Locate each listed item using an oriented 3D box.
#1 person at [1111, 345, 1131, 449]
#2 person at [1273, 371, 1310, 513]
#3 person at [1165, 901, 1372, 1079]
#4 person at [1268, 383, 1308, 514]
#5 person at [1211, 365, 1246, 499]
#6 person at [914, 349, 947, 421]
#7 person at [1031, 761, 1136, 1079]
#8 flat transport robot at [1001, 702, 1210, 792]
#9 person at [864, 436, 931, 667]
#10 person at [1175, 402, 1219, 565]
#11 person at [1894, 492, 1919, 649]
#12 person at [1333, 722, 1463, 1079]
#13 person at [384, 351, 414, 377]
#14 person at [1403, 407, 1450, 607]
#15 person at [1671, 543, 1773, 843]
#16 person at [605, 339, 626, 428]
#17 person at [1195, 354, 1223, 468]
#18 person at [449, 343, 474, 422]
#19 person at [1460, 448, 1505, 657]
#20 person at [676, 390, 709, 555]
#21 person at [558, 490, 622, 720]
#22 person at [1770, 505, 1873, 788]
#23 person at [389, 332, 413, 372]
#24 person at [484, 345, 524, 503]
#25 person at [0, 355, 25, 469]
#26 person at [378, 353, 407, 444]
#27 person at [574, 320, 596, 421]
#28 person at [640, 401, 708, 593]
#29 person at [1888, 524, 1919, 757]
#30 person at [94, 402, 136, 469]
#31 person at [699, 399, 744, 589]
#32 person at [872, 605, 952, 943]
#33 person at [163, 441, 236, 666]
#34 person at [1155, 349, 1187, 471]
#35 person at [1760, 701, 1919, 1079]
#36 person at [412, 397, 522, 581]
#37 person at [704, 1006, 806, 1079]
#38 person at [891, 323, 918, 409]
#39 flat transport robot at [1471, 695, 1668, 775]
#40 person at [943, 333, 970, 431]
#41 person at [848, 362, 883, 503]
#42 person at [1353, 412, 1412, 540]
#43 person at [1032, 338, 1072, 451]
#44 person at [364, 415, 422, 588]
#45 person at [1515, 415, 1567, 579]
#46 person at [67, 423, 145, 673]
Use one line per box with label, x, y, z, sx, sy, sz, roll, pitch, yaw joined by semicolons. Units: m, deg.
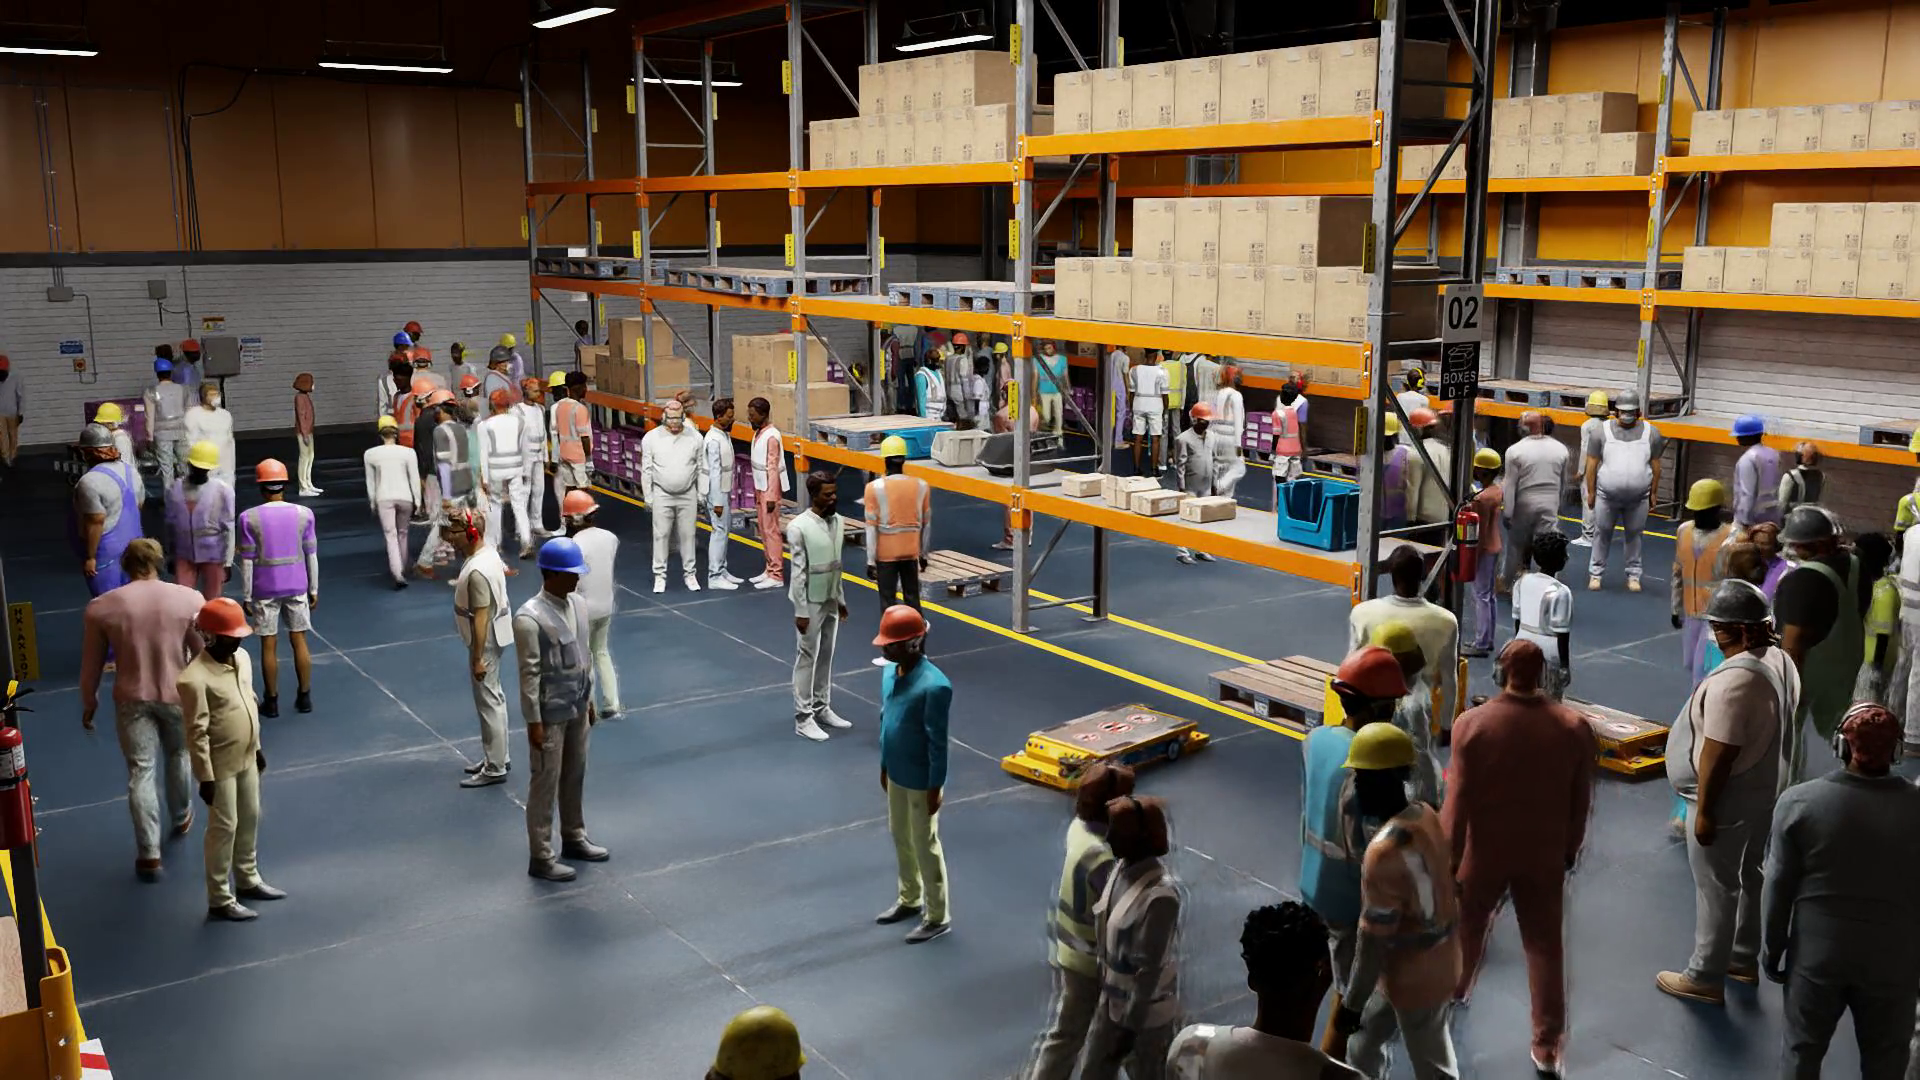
person;2.527;-2.358;26.455;0.348;1.836;0.517;-8;13;-34
person;4.022;-1.138;20.227;0.415;1.830;0.579;-3;12;-17
person;0.824;1.890;4.371;0.608;1.966;0.365;7;13;32
person;3.952;-1.053;20.118;0.541;1.698;0.315;-7;13;-31
person;3.283;-1.220;20.541;0.491;1.868;0.611;-3;11;-13
person;-0.406;-1.769;23.421;0.429;1.839;0.634;5;12;23
person;0.607;1.648;6.544;0.825;1.598;0.519;-1;11;-3
flat transport robot;1.009;1.383;11.316;1.431;0.197;0.652;-11;15;-44
person;-0.522;0.103;13.667;0.589;1.915;0.425;-6;13;-28
person;2.539;-0.606;17.714;0.566;1.744;0.350;-7;13;-33
person;8.116;0.157;13.954;0.531;1.691;0.320;3;12;17
person;1.639;1.602;6.163;0.872;1.848;0.620;5;12;24
person;-7.825;-1.758;23.462;0.941;1.793;0.514;9;14;40
person;4.256;-0.226;15.205;0.559;1.967;0.677;11;15;43
person;4.556;0.925;9.719;0.659;1.807;0.592;1;11;4
person;-5.874;-2.590;28.146;0.500;1.636;0.280;-4;12;-18
person;3.650;-1.989;24.487;0.311;1.864;0.533;-11;15;-43
person;-7.304;-1.973;24.407;0.585;1.856;0.485;7;13;32
person;4.398;0.104;14.018;0.304;1.772;0.529;6;13;30
person;-3.000;-0.726;18.127;0.391;1.827;0.717;1;11;5
person;-2.697;0.499;12.115;0.472;1.738;0.594;7;13;31
person;5.235;0.744;10.046;0.702;2.000;0.812;-4;12;-21
person;-8.444;-2.173;25.211;0.389;1.947;0.602;-3;11;-14
person;-5.880;-1.509;21.577;0.538;2.000;0.681;-2;11;-11
person;-14.090;-1.900;24.527;0.559;1.683;0.927;-6;13;-28
person;-7.506;-1.581;22.384;0.577;1.877;0.341;-3;11;-16
person;-6.393;-2.800;28.467;0.368;1.933;0.627;3;11;14
person;-2.803;-0.422;16.380;0.674;1.902;0.396;-3;12;-17
person;6.653;0.550;11.446;0.356;1.882;0.572;1;11;5
person;-8.714;-0.520;17.112;0.437;1.809;0.619;-7;13;-32
person;-2.387;-0.454;16.535;0.409;1.907;0.598;0;11;-1
person;-0.266;1.185;8.576;0.353;1.736;0.574;-7;13;-33
person;-6.213;0.119;13.636;0.628;1.888;0.521;0;11;-2
person;3.013;-1.963;24.202;0.587;1.922;0.383;-4;12;-20
person;3.389;1.545;6.326;0.647;1.900;0.400;5;12;25
person;-5.077;-0.503;16.846;1.082;1.889;0.655;0;11;2
person;-0.530;2.024;4.293;0.491;1.731;0.325;6;13;28
person;-1.058;-3.474;31.947;0.597;1.915;0.370;-8;14;-37
flat transport robot;4.325;1.315;11.665;0.652;0.197;1.431;-7;13;-32
person;-0.022;-2.181;25.297;0.386;1.931;0.544;-7;13;-34
person;-1.162;-1.340;21.259;0.398;1.833;0.699;-6;12;-27
person;3.954;-0.244;15.452;0.646;1.915;0.458;5;12;25
person;1.456;-2.290;26.156;0.670;1.810;0.440;-4;12;-18
person;-5.679;-0.390;16.718;0.521;1.704;0.905;-5;12;-24
person;5.878;-0.421;16.889;0.530;1.697;0.321;0;11;-1
person;-6.976;0.057;13.560;0.536;2.000;0.688;1;11;6
